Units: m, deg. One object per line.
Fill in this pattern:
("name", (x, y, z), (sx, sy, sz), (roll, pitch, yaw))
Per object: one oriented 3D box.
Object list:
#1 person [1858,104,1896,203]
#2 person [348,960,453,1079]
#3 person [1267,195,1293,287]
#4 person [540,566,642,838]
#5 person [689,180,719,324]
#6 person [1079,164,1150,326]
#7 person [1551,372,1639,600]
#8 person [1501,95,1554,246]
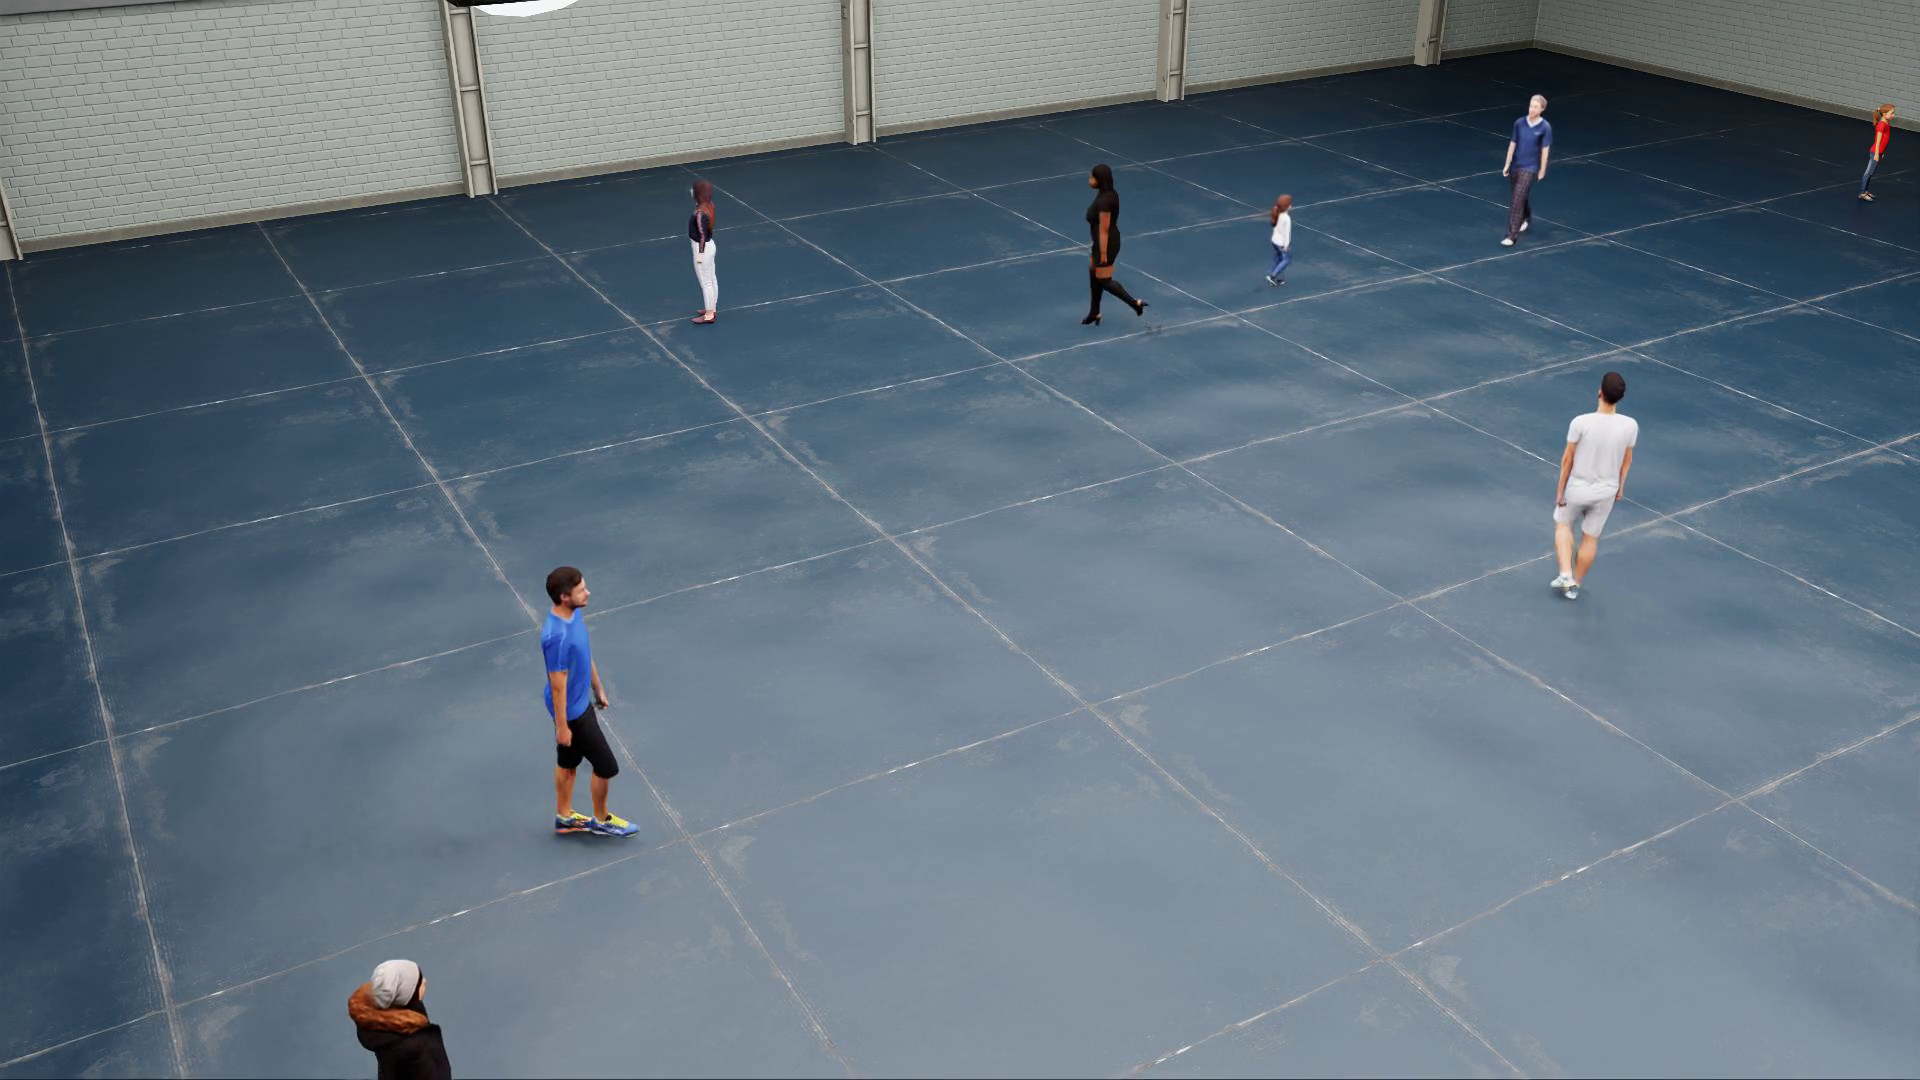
("person", (12.641, -5.361, 22.938), (0.612, 1.310, 0.527), (20, 33, 33))
("person", (-2.459, 2.523, 7.294), (0.783, 1.616, 0.635), (-16, 31, -28))
("person", (3.738, -3.519, 19.588), (0.537, 1.103, 0.460), (-12, 30, -23))
("person", (-2.423, 1.005, 9.986), (0.890, 1.851, 0.799), (-3, 27, -5))
("person", (-2.850, -3.199, 18.420), (0.715, 1.604, 0.688), (2, 27, 4))
("person", (1.670, -3.158, 18.098), (1.093, 1.825, 1.028), (8, 28, 16))
("person", (4.816, -0.355, 12.635), (0.822, 1.844, 0.896), (3, 27, 6))
("person", (7.193, -4.704, 21.093), (1.230, 1.833, 0.849), (-24, 35, -38))
